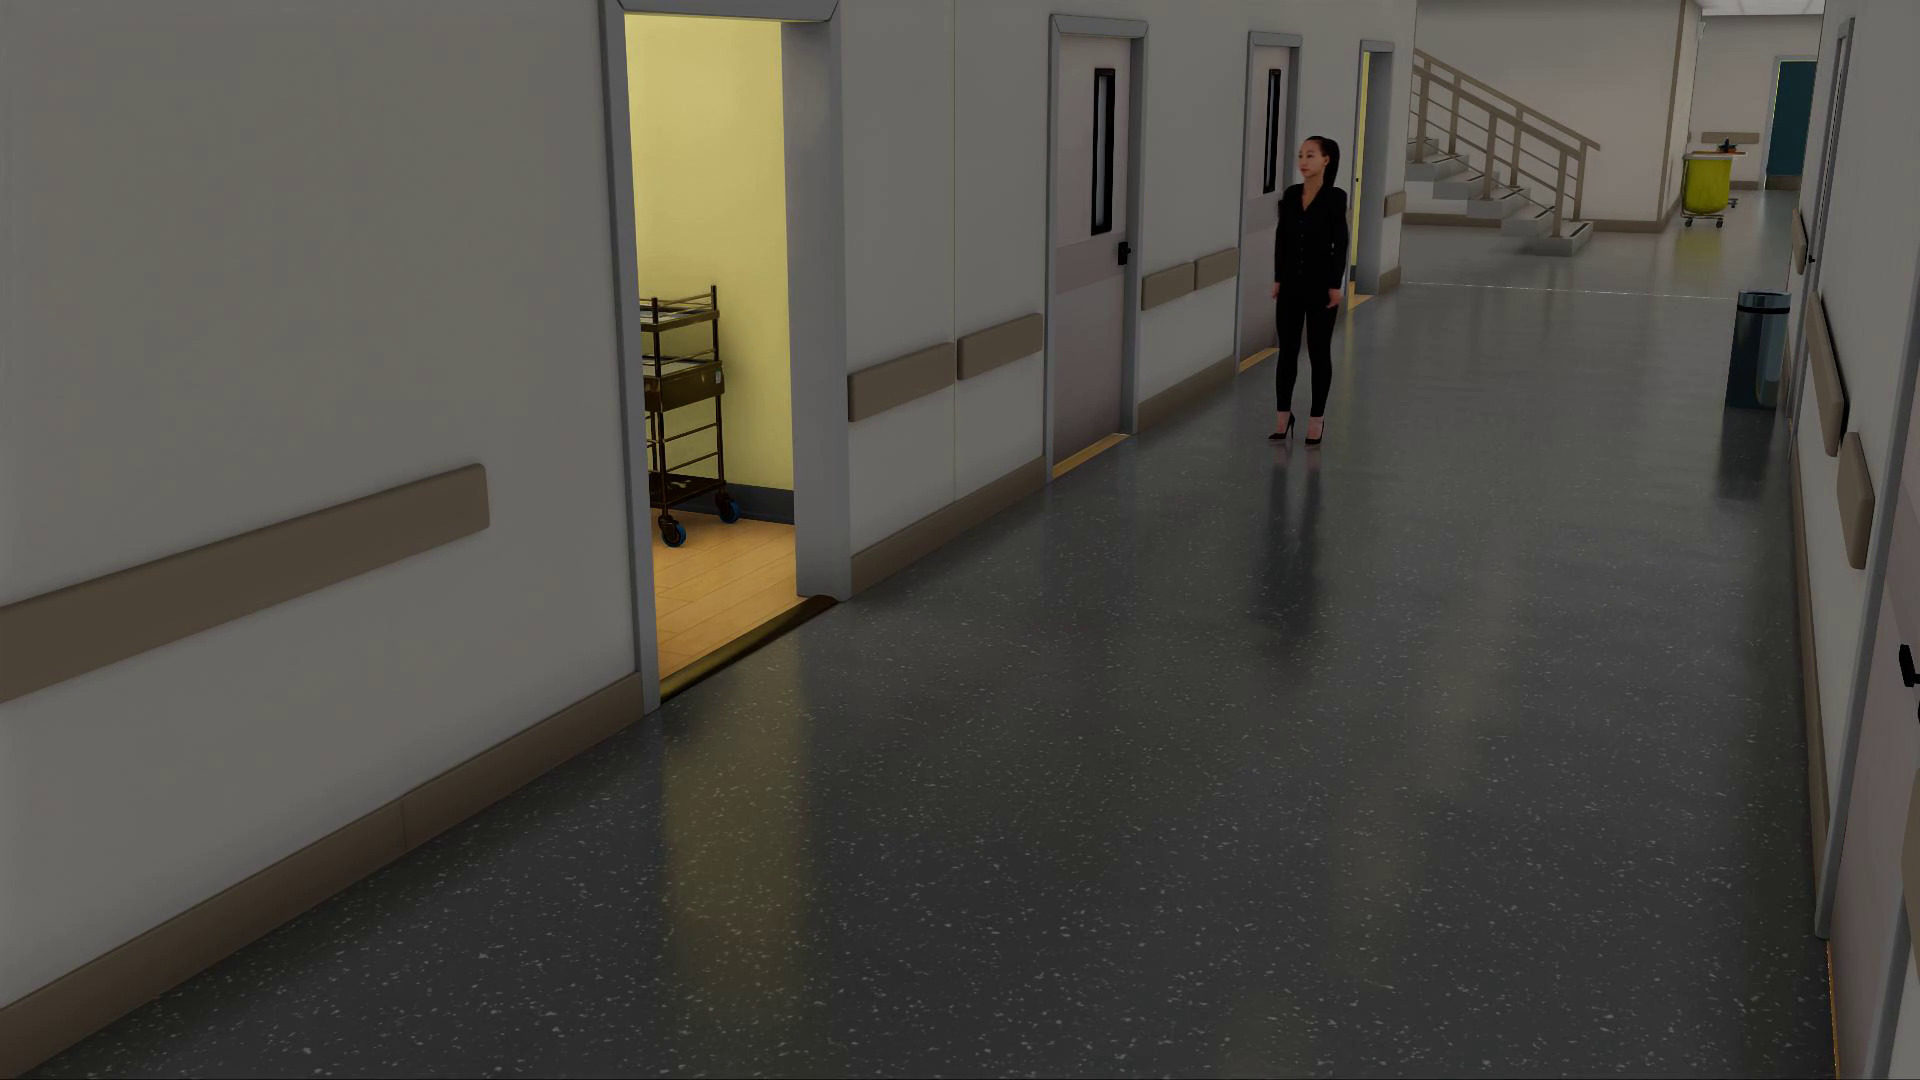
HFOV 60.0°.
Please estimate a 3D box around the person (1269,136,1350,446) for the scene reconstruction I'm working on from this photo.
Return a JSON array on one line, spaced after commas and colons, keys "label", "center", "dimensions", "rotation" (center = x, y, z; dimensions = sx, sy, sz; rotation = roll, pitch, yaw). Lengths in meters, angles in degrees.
[{"label": "person", "center": [1.941, -1.386, 9.287], "dimensions": [0.504, 1.711, 0.678], "rotation": [13, 20, 38]}]
